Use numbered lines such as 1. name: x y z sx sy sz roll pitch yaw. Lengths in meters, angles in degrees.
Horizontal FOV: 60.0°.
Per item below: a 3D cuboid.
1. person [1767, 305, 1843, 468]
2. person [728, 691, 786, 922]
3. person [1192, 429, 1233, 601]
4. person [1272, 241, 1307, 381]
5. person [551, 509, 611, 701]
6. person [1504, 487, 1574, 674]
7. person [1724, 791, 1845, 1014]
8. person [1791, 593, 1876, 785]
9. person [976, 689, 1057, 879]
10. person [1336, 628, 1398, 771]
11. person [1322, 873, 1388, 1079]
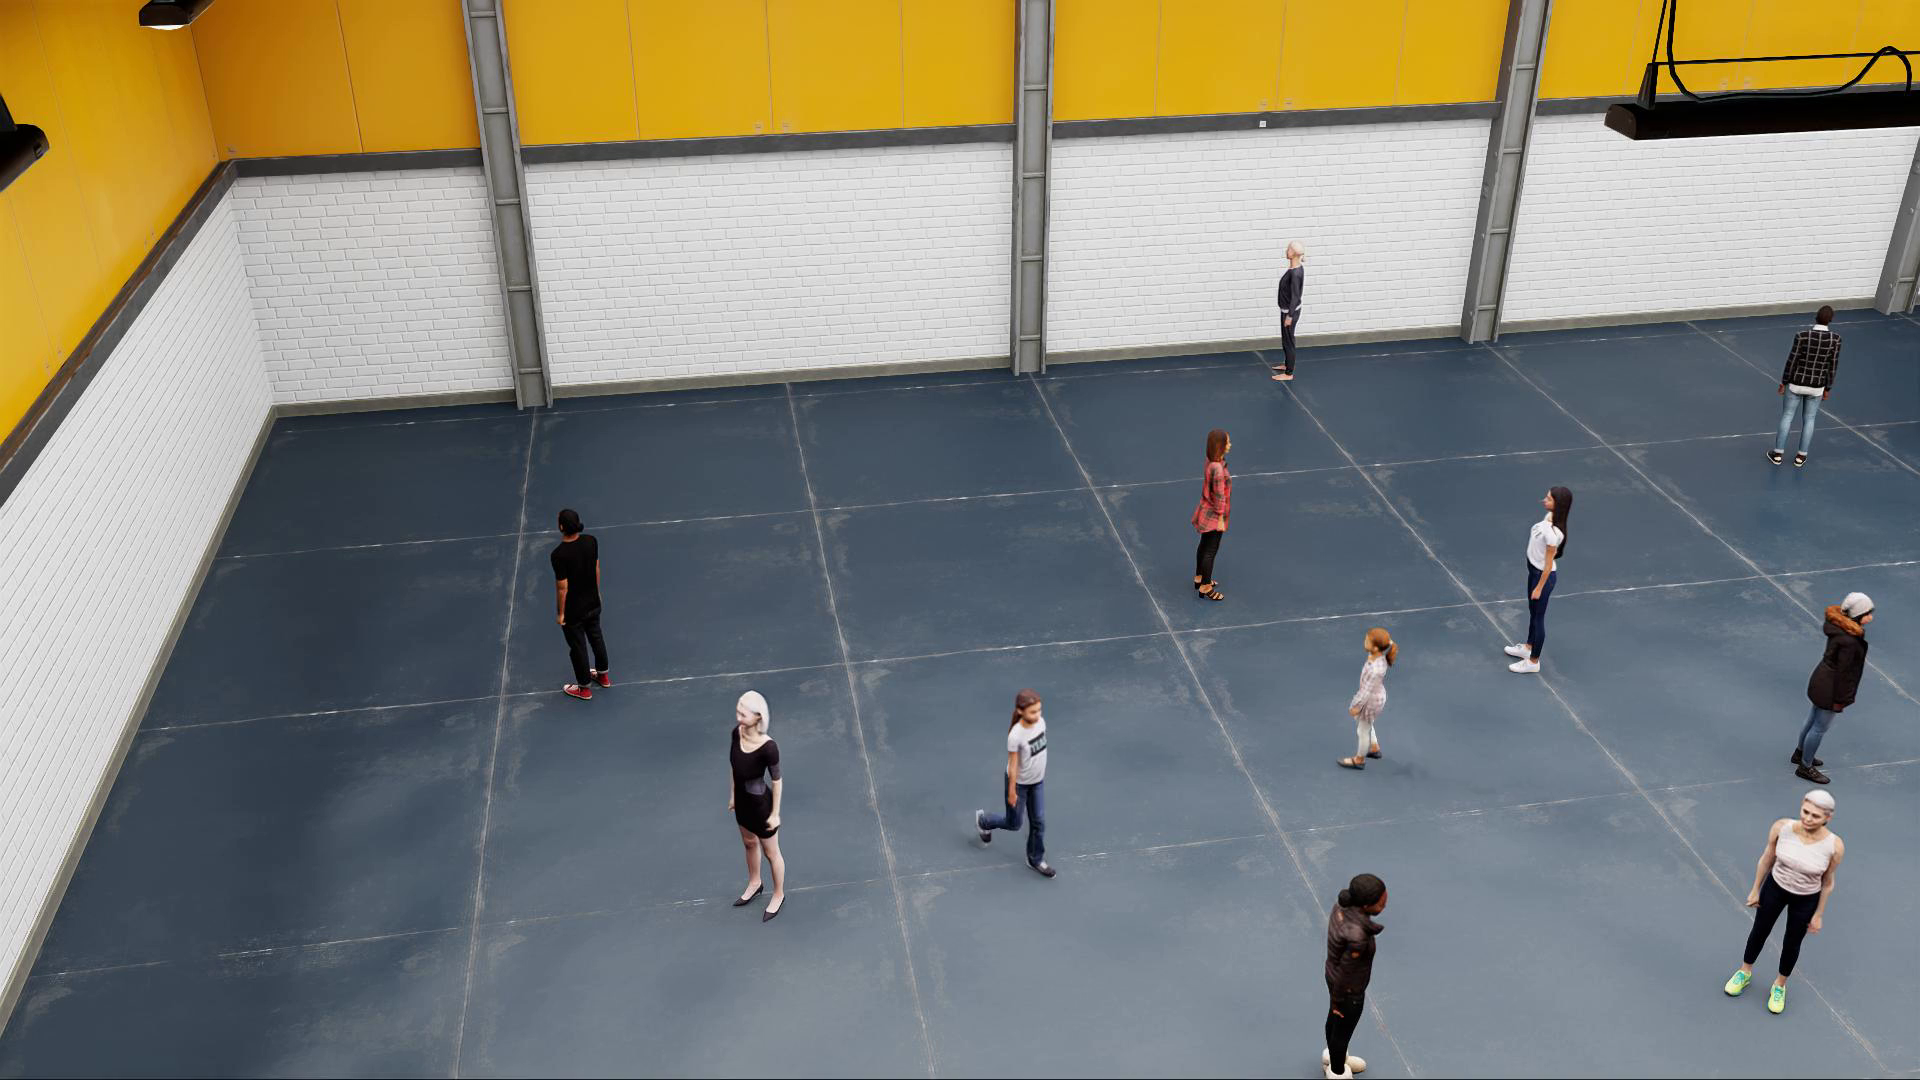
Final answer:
1. person: 9.170 -1.673 18.021 0.663 1.821 0.805 8 30 15
2. person: -1.416 1.840 11.571 0.654 1.830 0.704 20 34 32
3. person: 2.365 -0.253 15.540 0.576 1.703 0.635 -2 29 -3
4. person: 4.013 -2.805 20.195 0.642 1.726 0.681 5 29 10
5. person: -3.218 0.526 14.056 0.776 1.758 0.718 18 33 30
6. person: 5.044 0.331 14.396 0.642 1.775 0.657 6 29 11
7. person: 5.407 2.321 10.824 0.681 1.701 0.735 20 34 32
8. person: 6.855 1.134 13.068 0.745 1.635 0.728 9 30 15
9. person: 0.422 1.721 12.083 0.923 1.548 0.931 24 37 37
10. person: 3.298 1.275 13.155 0.697 1.306 0.653 10 30 18
11. person: 2.351 2.705 10.163 0.603 1.660 0.650 -5 29 -8
